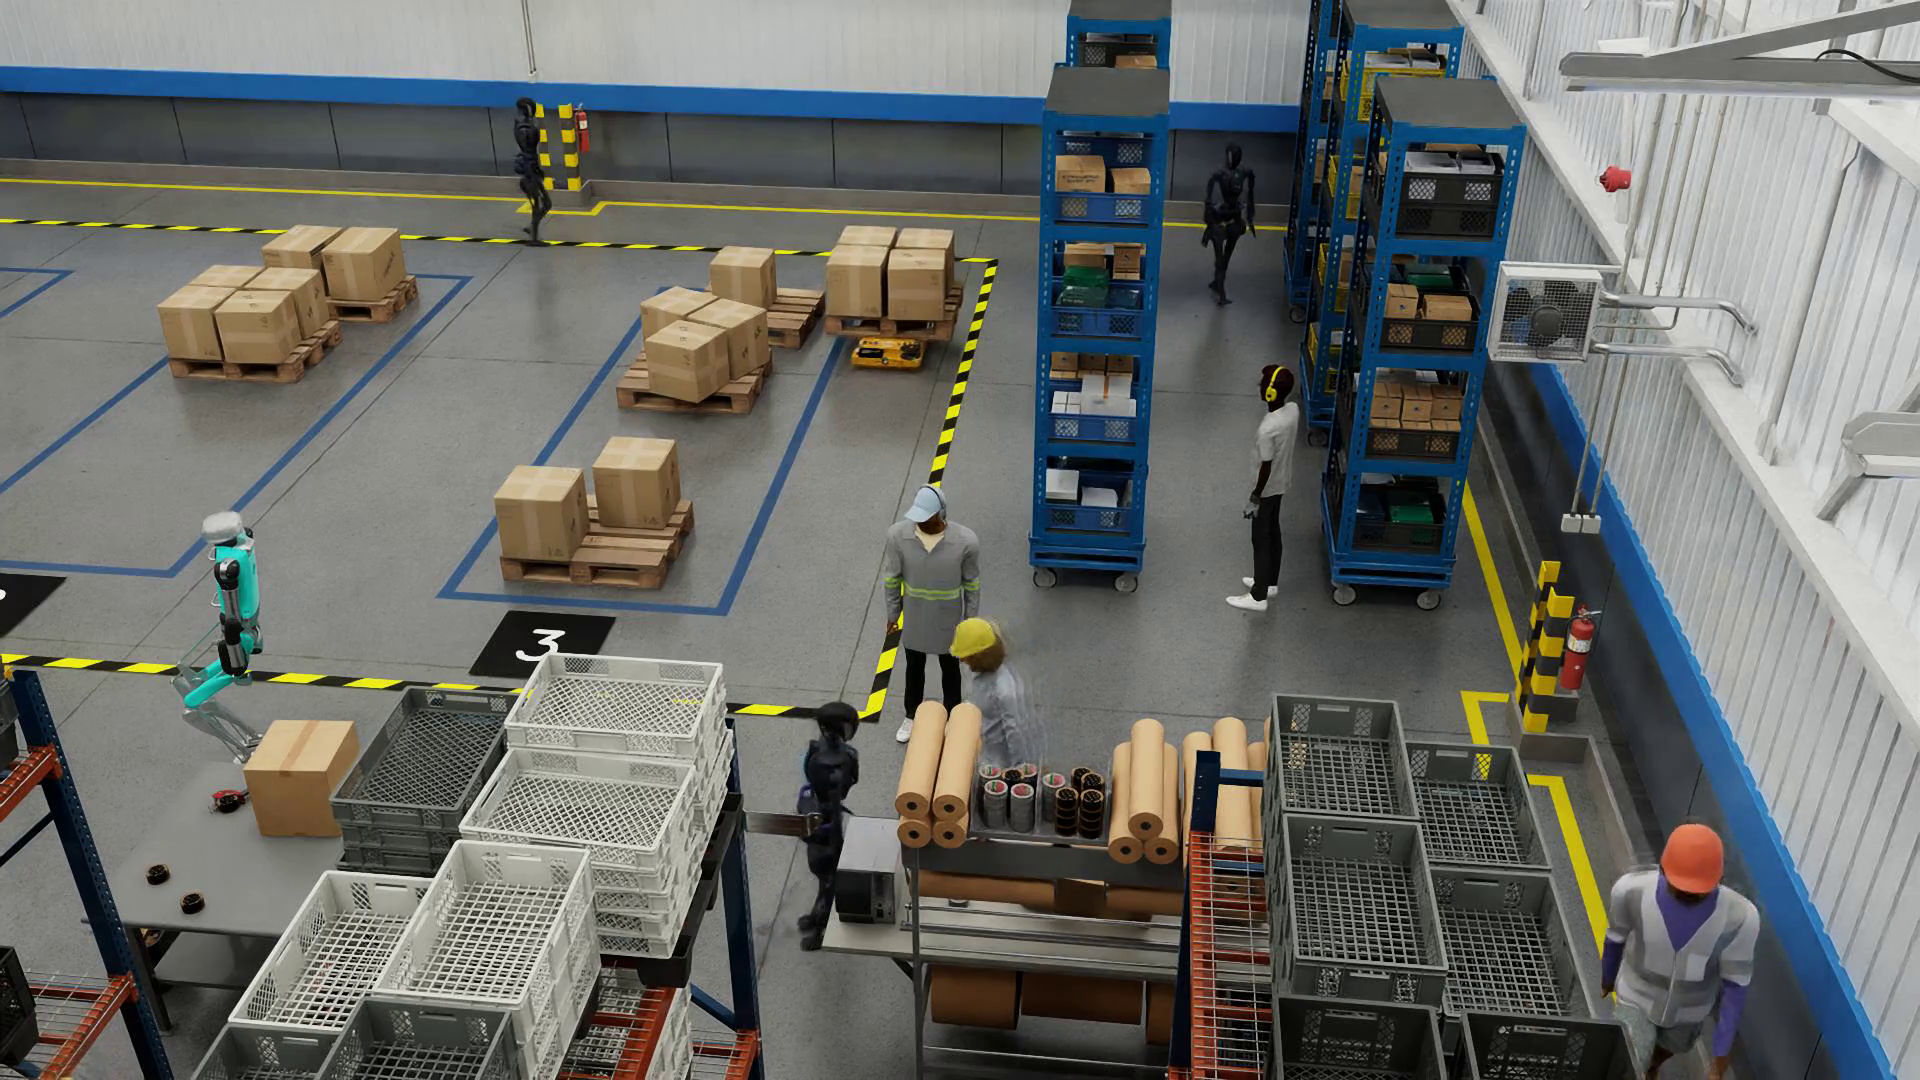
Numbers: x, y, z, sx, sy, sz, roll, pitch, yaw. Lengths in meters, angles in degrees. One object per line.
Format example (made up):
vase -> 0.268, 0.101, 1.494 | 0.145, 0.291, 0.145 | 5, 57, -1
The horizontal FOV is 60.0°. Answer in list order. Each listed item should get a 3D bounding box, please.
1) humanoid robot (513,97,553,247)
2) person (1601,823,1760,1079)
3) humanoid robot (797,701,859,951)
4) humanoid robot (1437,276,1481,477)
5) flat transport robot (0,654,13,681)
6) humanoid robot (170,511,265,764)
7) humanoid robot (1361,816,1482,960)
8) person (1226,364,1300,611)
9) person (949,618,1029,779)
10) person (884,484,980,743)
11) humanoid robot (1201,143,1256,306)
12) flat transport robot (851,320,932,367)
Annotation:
humanoid robot -> -4.694, -4.015, 18.165 | 0.358, 1.639, 0.609 | -2, 30, -3
person -> 3.166, 2.023, 7.497 | 0.605, 1.996, 1.057 | 11, 32, 18
humanoid robot -> -0.705, 1.502, 8.712 | 0.381, 1.638, 0.597 | -4, 30, -6
humanoid robot -> 3.693, -1.246, 13.217 | 0.533, 1.681, 0.735 | 26, 39, 37
flat transport robot -> -7.142, 0.969, 11.010 | 1.431, 0.231, 0.659 | 3, 30, 6
humanoid robot -> -4.508, 0.619, 10.022 | 0.735, 1.673, 0.533 | -5, 31, -9
humanoid robot -> 2.286, 1.797, 8.214 | 0.609, 1.626, 0.754 | -2, 30, -4
person -> 2.152, -0.365, 11.714 | 0.327, 1.866, 0.514 | 17, 34, 27
person -> 0.100, 1.184, 9.210 | 0.780, 1.696, 0.527 | -11, 32, -18
person -> -0.179, 0.472, 10.290 | 0.596, 1.849, 0.385 | 5, 31, 8
humanoid robot -> 2.735, -3.194, 16.788 | 0.589, 1.632, 0.737 | -11, 32, -18
flat transport robot -> -0.621, -2.067, 16.197 | 0.652, 0.197, 1.431 | 3, 30, 6
